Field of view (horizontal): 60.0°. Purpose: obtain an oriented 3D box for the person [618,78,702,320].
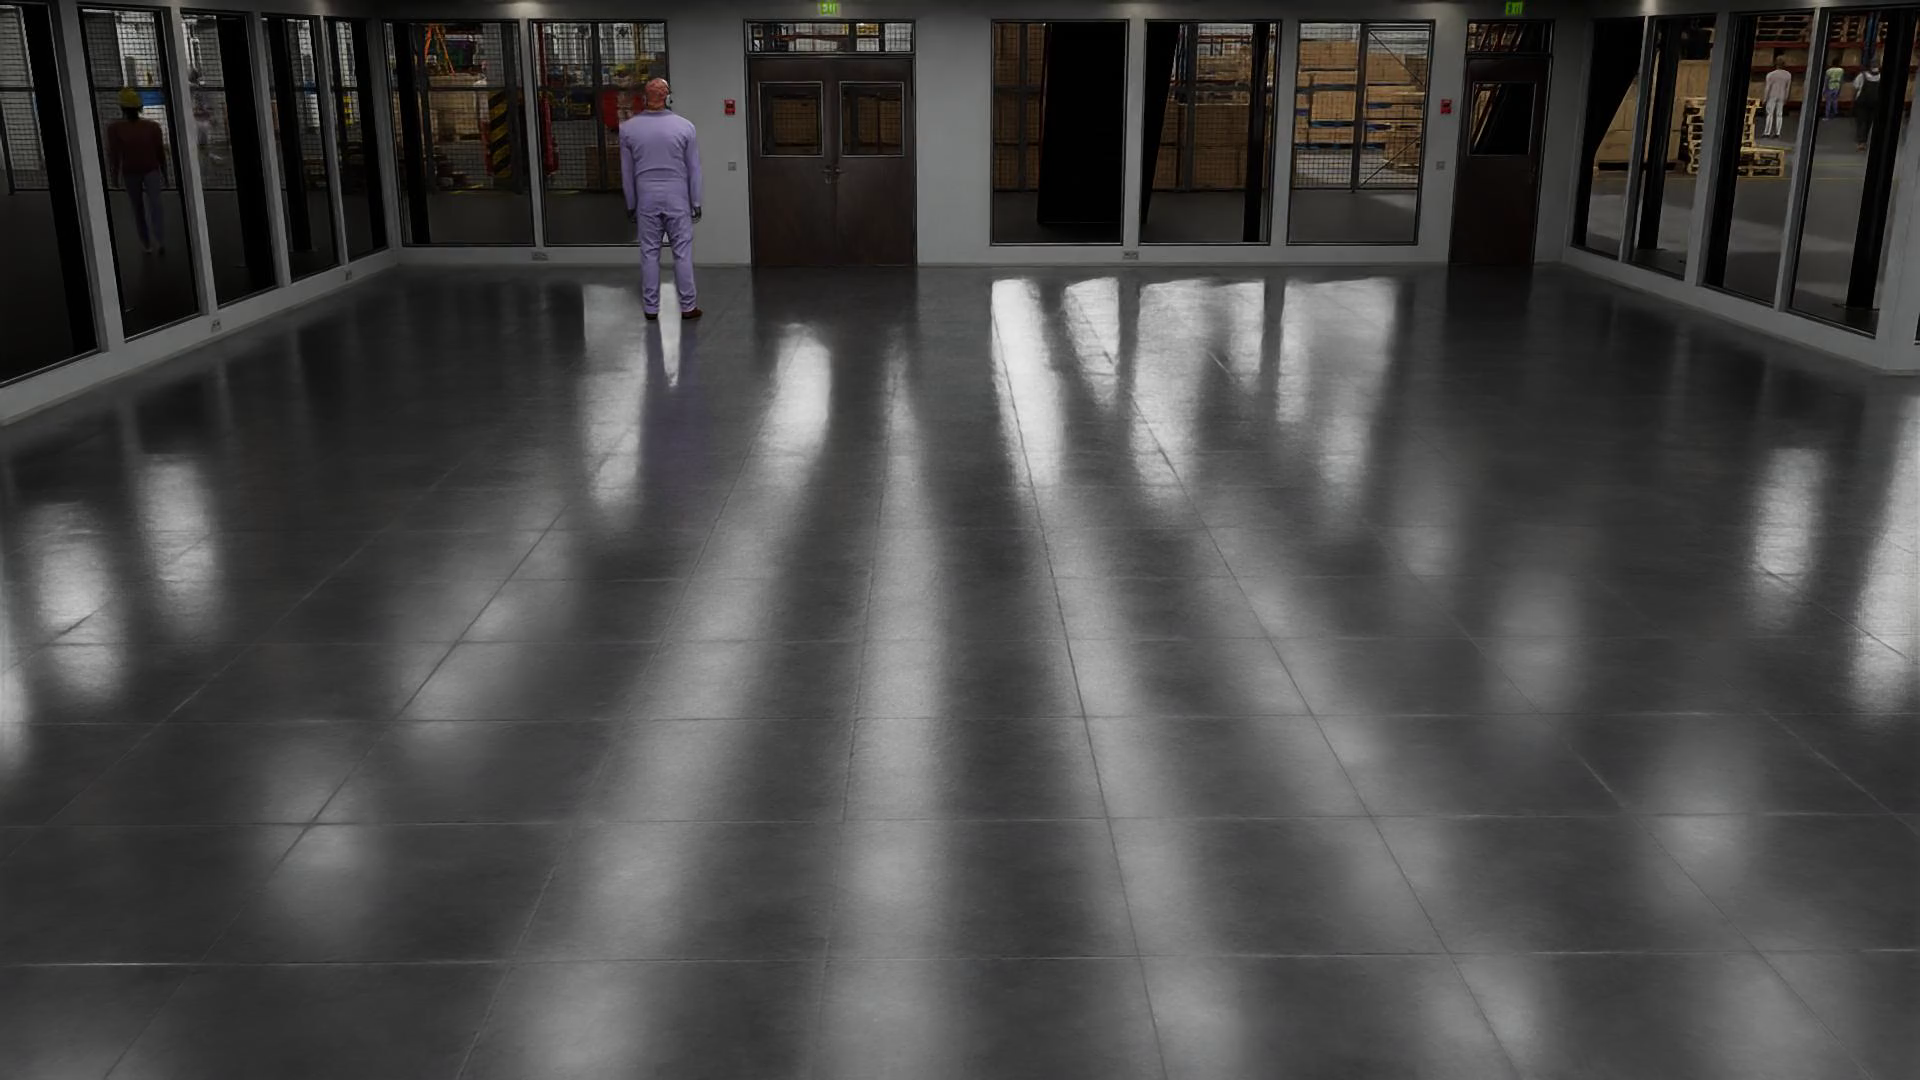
[{"bbox_3d":[-2.383,-2.726,13.380,0.641,1.909,0.409,0,16,-1],"label":"person"}]
